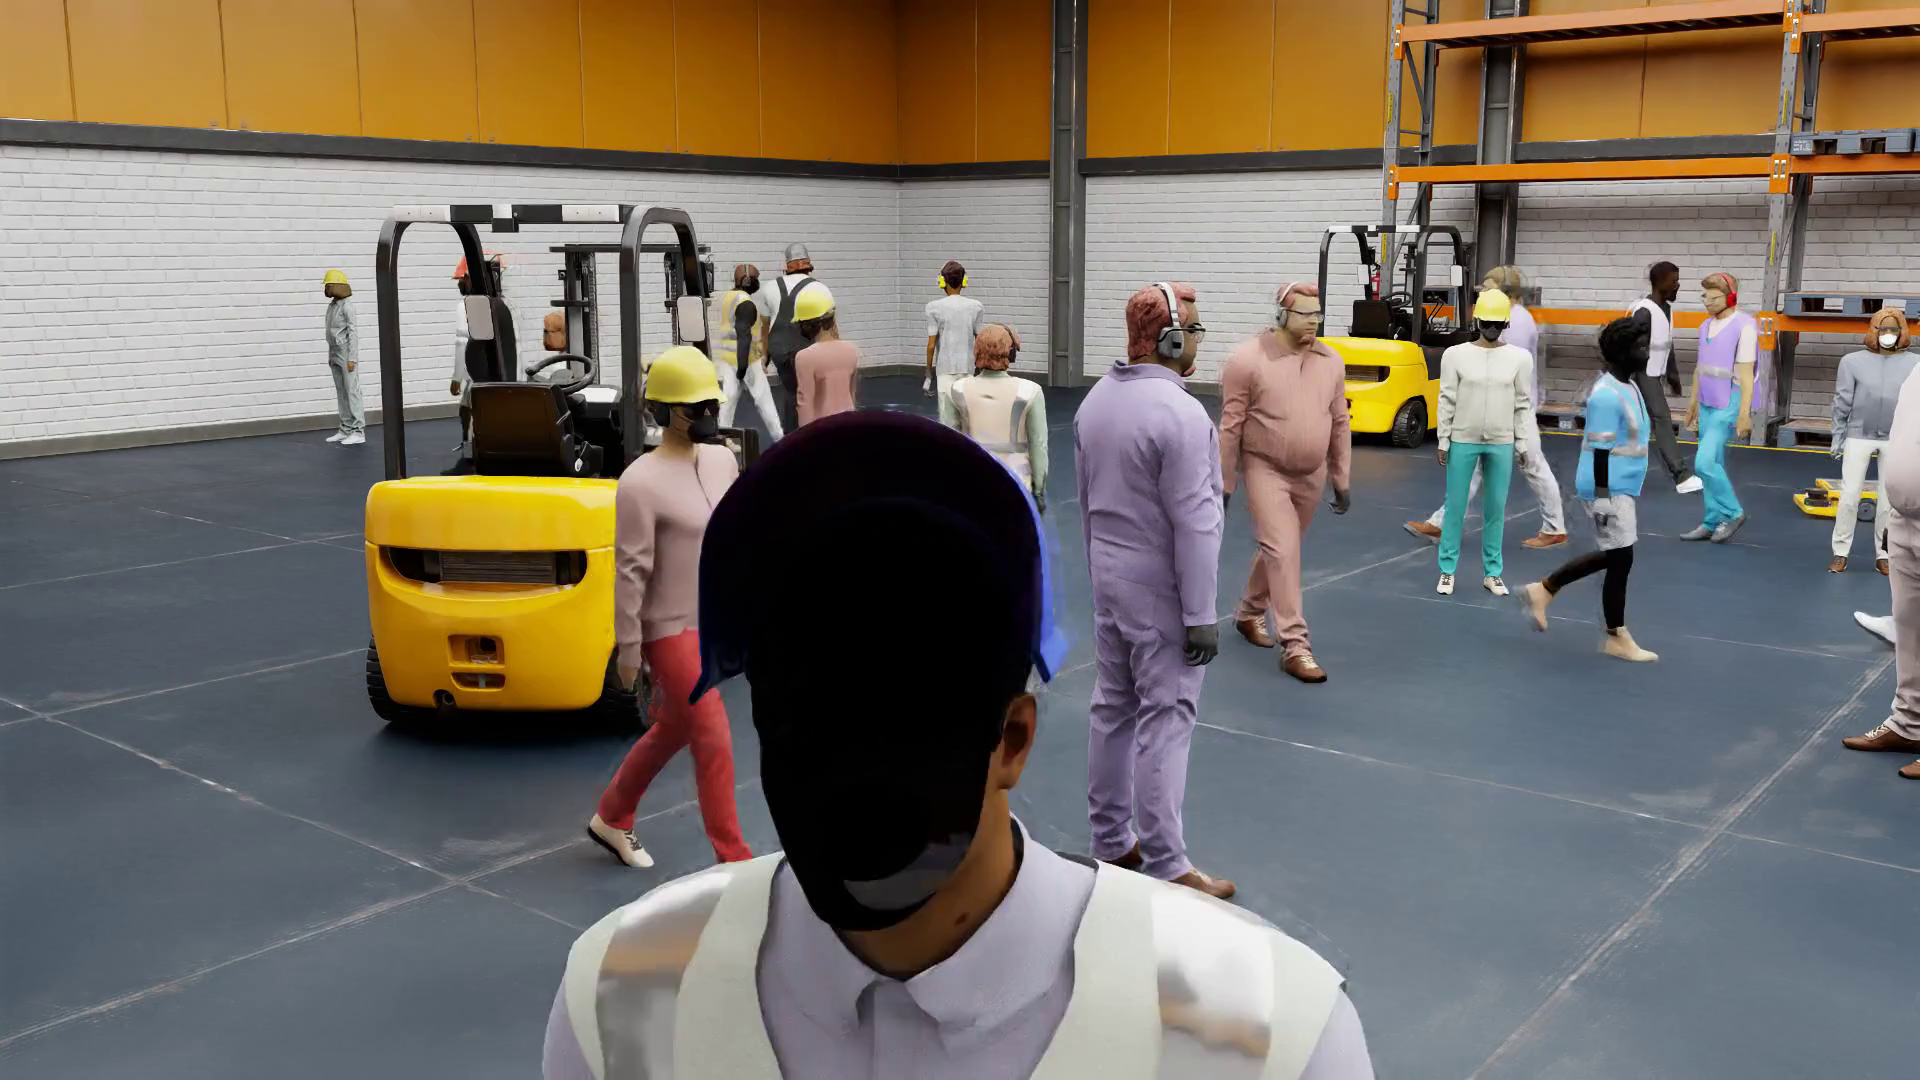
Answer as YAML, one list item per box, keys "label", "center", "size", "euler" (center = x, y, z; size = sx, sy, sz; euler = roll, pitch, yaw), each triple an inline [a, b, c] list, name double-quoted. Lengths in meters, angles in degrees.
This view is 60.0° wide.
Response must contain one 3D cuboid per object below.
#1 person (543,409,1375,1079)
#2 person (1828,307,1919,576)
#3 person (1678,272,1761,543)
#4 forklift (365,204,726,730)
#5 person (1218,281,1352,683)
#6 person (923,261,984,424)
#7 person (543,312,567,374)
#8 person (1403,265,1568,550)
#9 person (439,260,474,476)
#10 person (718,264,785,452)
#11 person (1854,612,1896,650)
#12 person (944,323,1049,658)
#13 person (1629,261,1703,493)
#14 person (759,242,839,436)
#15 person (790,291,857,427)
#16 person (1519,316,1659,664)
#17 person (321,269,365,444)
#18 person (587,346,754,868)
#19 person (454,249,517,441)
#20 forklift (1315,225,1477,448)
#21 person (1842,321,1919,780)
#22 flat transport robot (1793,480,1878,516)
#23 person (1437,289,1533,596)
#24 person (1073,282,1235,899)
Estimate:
- label: "person"
  center: [-0.024, 0.863, 1.209]
  size: [0.634, 1.929, 0.441]
  euler: [3, 11, 16]
- label: "person"
  center: [5.580, -0.595, 10.125]
  size: [0.508, 1.631, 0.271]
  euler: [4, 11, 22]
- label: "person"
  center: [5.054, -0.862, 11.059]
  size: [0.442, 1.820, 0.656]
  euler: [-1, 10, -3]
- label: "forklift"
  center: [-1.766, -0.406, 7.525]
  size: [1.214, 2.155, 2.313]
  euler: [1, 10, 7]
- label: "person"
  center: [1.567, -0.316, 8.006]
  size: [0.653, 1.850, 1.013]
  euler: [-4, 11, -22]
- label: "person"
  center: [-0.051, -1.347, 13.659]
  size: [0.515, 1.865, 0.329]
  euler: [-3, 11, -15]
- label: "person"
  center: [-2.485, -0.659, 10.616]
  size: [0.871, 1.589, 0.502]
  euler: [1, 10, 8]
- label: "person"
  center: [3.536, -0.852, 10.911]
  size: [1.071, 1.875, 0.632]
  euler: [0, 10, 0]
- label: "person"
  center: [-3.982, -1.428, 14.024]
  size: [0.919, 1.900, 0.541]
  euler: [1, 10, 7]
- label: "person"
  center: [-1.966, -1.734, 15.974]
  size: [0.902, 1.803, 0.627]
  euler: [-5, 11, -25]
- label: "person"
  center: [4.755, -0.309, 7.849]
  size: [0.608, 1.874, 0.967]
  euler: [-8, 13, -36]
- label: "person"
  center: [0.169, -0.222, 8.038]
  size: [0.518, 1.639, 0.312]
  euler: [2, 11, 13]
- label: "person"
  center: [5.665, -1.328, 13.563]
  size: [1.048, 1.858, 0.610]
  euler: [8, 13, 37]
- label: "person"
  center: [-1.432, -1.716, 15.207]
  size: [0.805, 2.000, 0.543]
  euler: [4, 11, 23]
- label: "person"
  center: [-0.827, -0.618, 9.979]
  size: [0.576, 1.730, 0.701]
  euler: [-10, 14, -44]
- label: "person"
  center: [3.113, -0.254, 8.125]
  size: [0.649, 1.678, 0.538]
  euler: [7, 12, 33]
- label: "person"
  center: [-6.203, -1.832, 16.673]
  size: [0.306, 1.745, 0.483]
  euler: [-10, 14, -43]
- label: "person"
  center: [-0.875, 0.256, 5.152]
  size: [0.869, 1.727, 0.522]
  euler: [5, 11, 24]
- label: "person"
  center: [-3.368, -1.110, 12.034]
  size: [0.485, 1.979, 0.616]
  euler: [-3, 11, -17]
- label: "forklift"
  center: [4.449, -2.115, 16.993]
  size: [1.214, 2.155, 2.313]
  euler: [8, 13, 38]
- label: "person"
  center: [3.716, -0.046, 6.332]
  size: [0.403, 1.904, 0.651]
  euler: [0, 10, -2]
- label: "flat transport robot"
  center: [6.962, -0.291, 12.215]
  size: [1.431, 0.197, 0.652]
  euler: [3, 11, 19]
- label: "person"
  center: [2.997, -0.550, 9.532]
  size: [0.523, 1.760, 0.325]
  euler: [1, 10, 6]
- label: "person"
  center: [0.614, 0.165, 5.161]
  size: [0.407, 1.908, 0.641]
  euler: [-5, 11, -26]
